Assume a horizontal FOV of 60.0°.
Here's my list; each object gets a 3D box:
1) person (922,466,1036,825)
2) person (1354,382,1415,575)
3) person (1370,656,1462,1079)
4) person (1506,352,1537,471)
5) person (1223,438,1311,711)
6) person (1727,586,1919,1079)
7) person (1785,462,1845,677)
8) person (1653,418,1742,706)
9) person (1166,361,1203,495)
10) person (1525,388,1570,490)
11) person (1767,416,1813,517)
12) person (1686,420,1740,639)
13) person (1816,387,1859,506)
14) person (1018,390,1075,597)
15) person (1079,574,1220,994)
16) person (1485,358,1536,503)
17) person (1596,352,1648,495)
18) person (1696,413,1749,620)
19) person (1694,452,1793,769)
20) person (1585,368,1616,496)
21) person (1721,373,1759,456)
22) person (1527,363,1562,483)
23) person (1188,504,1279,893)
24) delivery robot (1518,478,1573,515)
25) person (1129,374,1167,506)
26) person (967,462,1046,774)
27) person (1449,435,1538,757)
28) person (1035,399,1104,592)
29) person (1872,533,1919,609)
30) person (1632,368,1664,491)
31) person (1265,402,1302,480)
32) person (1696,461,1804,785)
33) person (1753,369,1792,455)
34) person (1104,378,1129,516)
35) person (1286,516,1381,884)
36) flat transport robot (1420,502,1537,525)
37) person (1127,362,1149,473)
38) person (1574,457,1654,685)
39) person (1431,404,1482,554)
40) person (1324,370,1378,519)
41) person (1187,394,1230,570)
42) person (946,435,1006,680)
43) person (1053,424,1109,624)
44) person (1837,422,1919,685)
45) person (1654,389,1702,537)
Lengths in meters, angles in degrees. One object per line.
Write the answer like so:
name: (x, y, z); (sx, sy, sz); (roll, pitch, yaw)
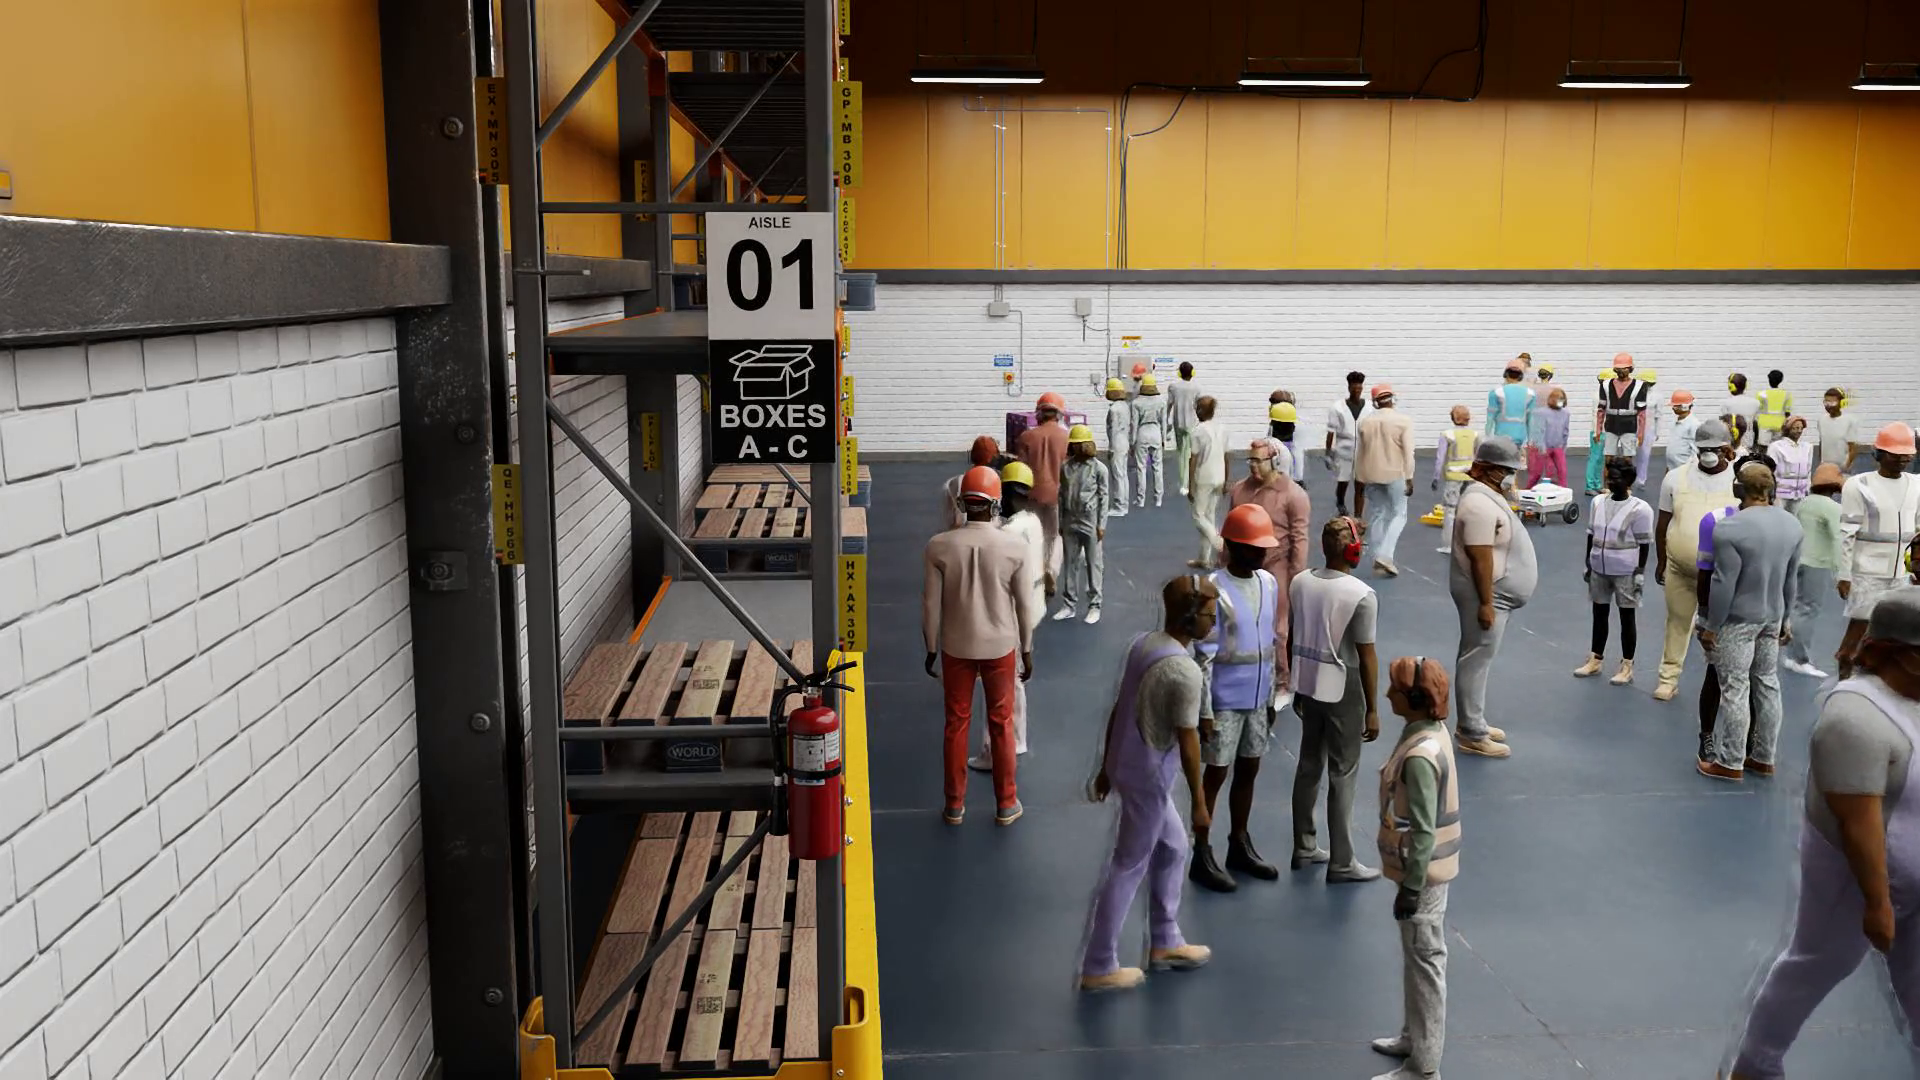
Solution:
person: (0.106, 0.585, 9.182); (0.625, 1.992, 0.386); (1, 9, 5)
person: (4.283, -0.617, 16.896); (0.670, 1.944, 0.705); (7, 11, 37)
person: (1.703, 1.236, 6.205); (0.315, 1.640, 0.514); (3, 10, 18)
person: (8.699, -1.986, 25.808); (0.506, 1.843, 0.350); (-1, 9, -8)
person: (2.111, 0.235, 11.669); (0.648, 1.907, 0.404); (9, 13, 43)
person: (3.238, 1.108, 5.761); (0.705, 2.000, 1.034); (-8, 12, -40)
person: (6.532, 0.222, 12.652); (0.344, 1.623, 0.622); (0, 9, -3)
person: (5.259, 0.155, 11.743); (0.689, 2.000, 0.539); (5, 10, 30)
person: (3.170, -1.566, 23.188); (0.576, 1.832, 0.794); (3, 10, 21)
person: (7.638, -1.181, 21.542); (0.507, 1.609, 0.748); (-2, 9, -10)
person: (8.304, -0.433, 16.688); (0.515, 1.641, 0.308); (-2, 9, -14)
person: (6.245, -0.074, 13.789); (0.520, 1.844, 0.330); (5, 10, 26)
person: (9.714, -0.790, 18.387); (0.913, 1.824, 0.489); (-6, 11, -34)
person: (0.822, -0.411, 15.568); (0.623, 1.964, 0.701); (2, 9, 15)
person: (0.857, 1.026, 7.013); (0.764, 1.797, 0.525); (-2, 9, -14)
person: (6.935, -1.271, 20.863); (0.619, 2.001, 0.784); (-1, 9, -5)
person: (8.654, -1.444, 21.807); (0.615, 2.036, 0.404); (6, 11, 35)
person: (6.777, -0.180, 14.458); (0.565, 1.852, 0.504); (4, 10, 21)
person: (4.805, 0.439, 10.191); (0.611, 1.966, 0.362); (-1, 9, -4)
person: (8.850, -1.481, 22.880); (0.327, 1.767, 0.533); (8, 12, 42)
person: (9.558, -1.124, 20.376); (0.559, 1.847, 0.435); (0, 9, -2)
person: (8.531, -1.707, 24.306); (0.523, 1.765, 0.316); (7, 12, 38)
person: (1.381, 0.775, 8.205); (0.542, 1.929, 0.382); (-7, 11, -36)
delivery robot: (7.146, -0.513, 20.294); (0.707, 0.478, 0.477); (-6, 11, -36)
person: (2.464, -1.308, 21.878); (0.501, 1.739, 0.323); (-2, 9, -10)
person: (0.263, 0.464, 10.289); (0.510, 1.887, 0.637); (3, 9, 16)
person: (3.397, 0.335, 10.615); (0.536, 2.000, 0.673); (3, 9, 16)
person: (0.994, -0.447, 16.060); (0.776, 1.881, 0.741); (1, 9, 7)
person: (4.542, 0.858, 7.868); (0.534, 1.868, 0.309); (6, 11, 32)
person: (9.622, -1.568, 23.510); (0.548, 1.736, 0.616); (3, 9, 16)
person: (2.814, -0.267, 14.801); (0.414, 1.918, 0.581); (-2, 9, -11)
person: (4.714, 0.493, 9.945); (0.635, 1.936, 0.353); (-3, 10, -20)
person: (11.881, -1.663, 24.322); (0.534, 1.667, 0.779); (1, 9, 5)
person: (1.962, -1.172, 21.013); (0.324, 1.740, 0.492); (4, 10, 22)
person: (1.862, 0.795, 8.336); (0.377, 1.842, 0.570); (-6, 11, -32)
flat transport robot: (6.356, -0.335, 20.360); (1.431, 0.197, 0.652); (-7, 11, -36)
person: (2.731, -1.869, 25.463); (0.374, 1.716, 0.659); (-1, 9, -8)
person: (4.875, 0.225, 12.378); (0.321, 1.697, 0.530); (-6, 11, -33)
person: (5.426, -0.657, 18.114); (0.538, 1.635, 0.318); (-3, 9, -17)
person: (4.636, -1.059, 19.709); (0.635, 1.936, 0.771); (1, 9, 6)
person: (2.562, -0.573, 16.978); (0.527, 1.825, 0.595); (-6, 11, -32)
person: (0.134, 0.155, 12.327); (0.582, 1.863, 0.540); (4, 10, 21)
person: (1.059, -0.141, 14.530); (0.487, 1.744, 0.314); (6, 11, 33)
person: (6.328, 0.210, 11.393); (0.616, 2.040, 0.381); (-1, 9, -7)
person: (8.186, -0.842, 18.928); (0.337, 1.743, 0.560); (-1, 9, -4)
